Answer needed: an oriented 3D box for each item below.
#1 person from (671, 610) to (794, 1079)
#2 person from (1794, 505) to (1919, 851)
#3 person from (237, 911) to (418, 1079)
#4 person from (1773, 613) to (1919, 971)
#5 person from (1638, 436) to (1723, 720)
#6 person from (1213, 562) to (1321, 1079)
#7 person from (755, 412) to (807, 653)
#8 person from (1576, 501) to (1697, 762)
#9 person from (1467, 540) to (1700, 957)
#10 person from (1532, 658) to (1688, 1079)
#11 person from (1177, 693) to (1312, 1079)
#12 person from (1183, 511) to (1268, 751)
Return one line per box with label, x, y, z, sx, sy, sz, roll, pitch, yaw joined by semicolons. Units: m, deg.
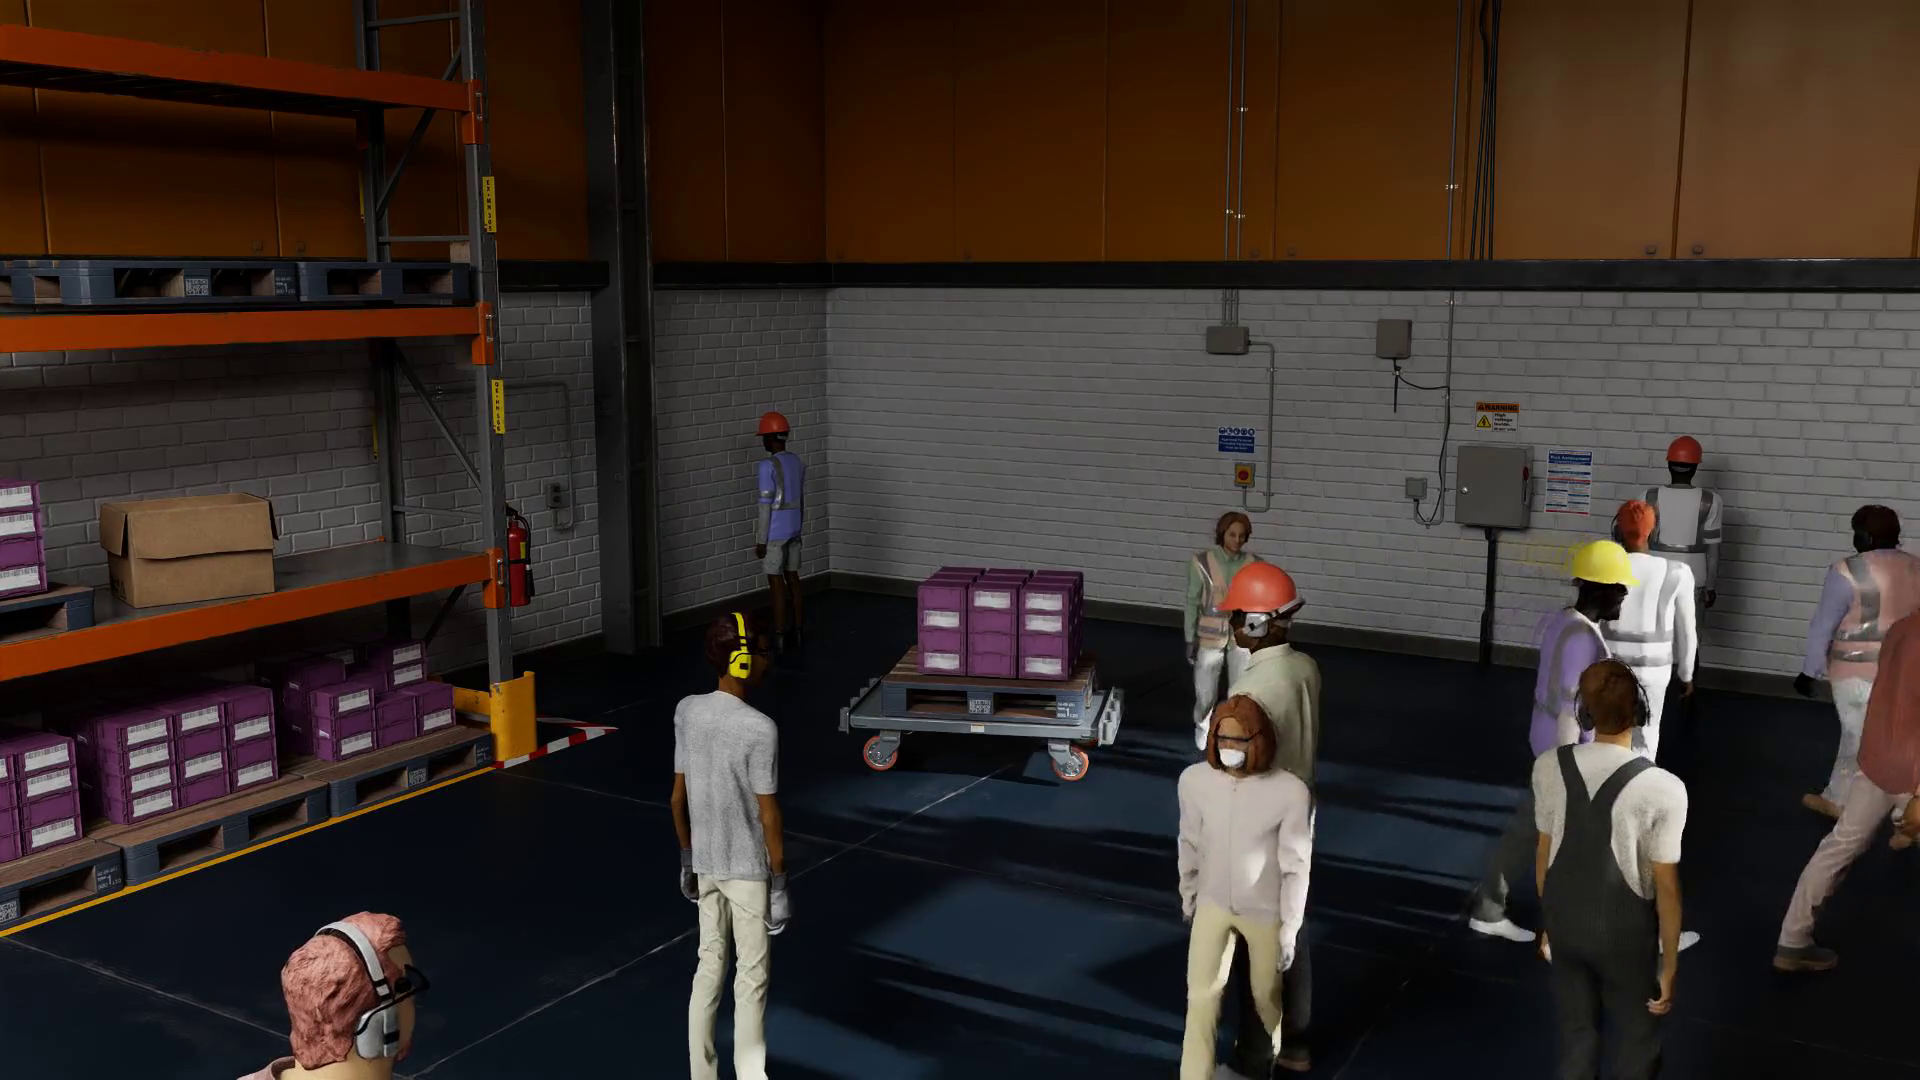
person;-0.793;1.171;5.867;0.526;1.862;0.315;7;12;38
person;4.920;0.719;8.897;0.628;1.808;0.923;-2;9;-15
person;-1.053;1.603;3.037;0.643;1.909;0.410;5;10;27
person;4.033;0.964;7.005;1.052;1.921;0.691;1;9;6
person;4.875;0.258;11.335;0.545;1.938;0.362;4;10;23
person;1.109;1.065;6.149;0.400;1.986;0.615;6;11;35
person;-1.468;-0.066;13.388;0.380;1.929;0.540;5;10;27
person;3.575;0.707;8.839;0.599;1.841;0.950;4;10;24
person;2.764;0.923;7.363;0.980;1.872;0.606;2;9;10
person;2.039;1.286;5.305;0.514;1.818;0.452;9;13;43
person;0.955;1.323;5.769;0.506;1.577;0.889;4;10;25
person;1.608;0.611;10.106;0.528;1.618;0.547;0;9;1
